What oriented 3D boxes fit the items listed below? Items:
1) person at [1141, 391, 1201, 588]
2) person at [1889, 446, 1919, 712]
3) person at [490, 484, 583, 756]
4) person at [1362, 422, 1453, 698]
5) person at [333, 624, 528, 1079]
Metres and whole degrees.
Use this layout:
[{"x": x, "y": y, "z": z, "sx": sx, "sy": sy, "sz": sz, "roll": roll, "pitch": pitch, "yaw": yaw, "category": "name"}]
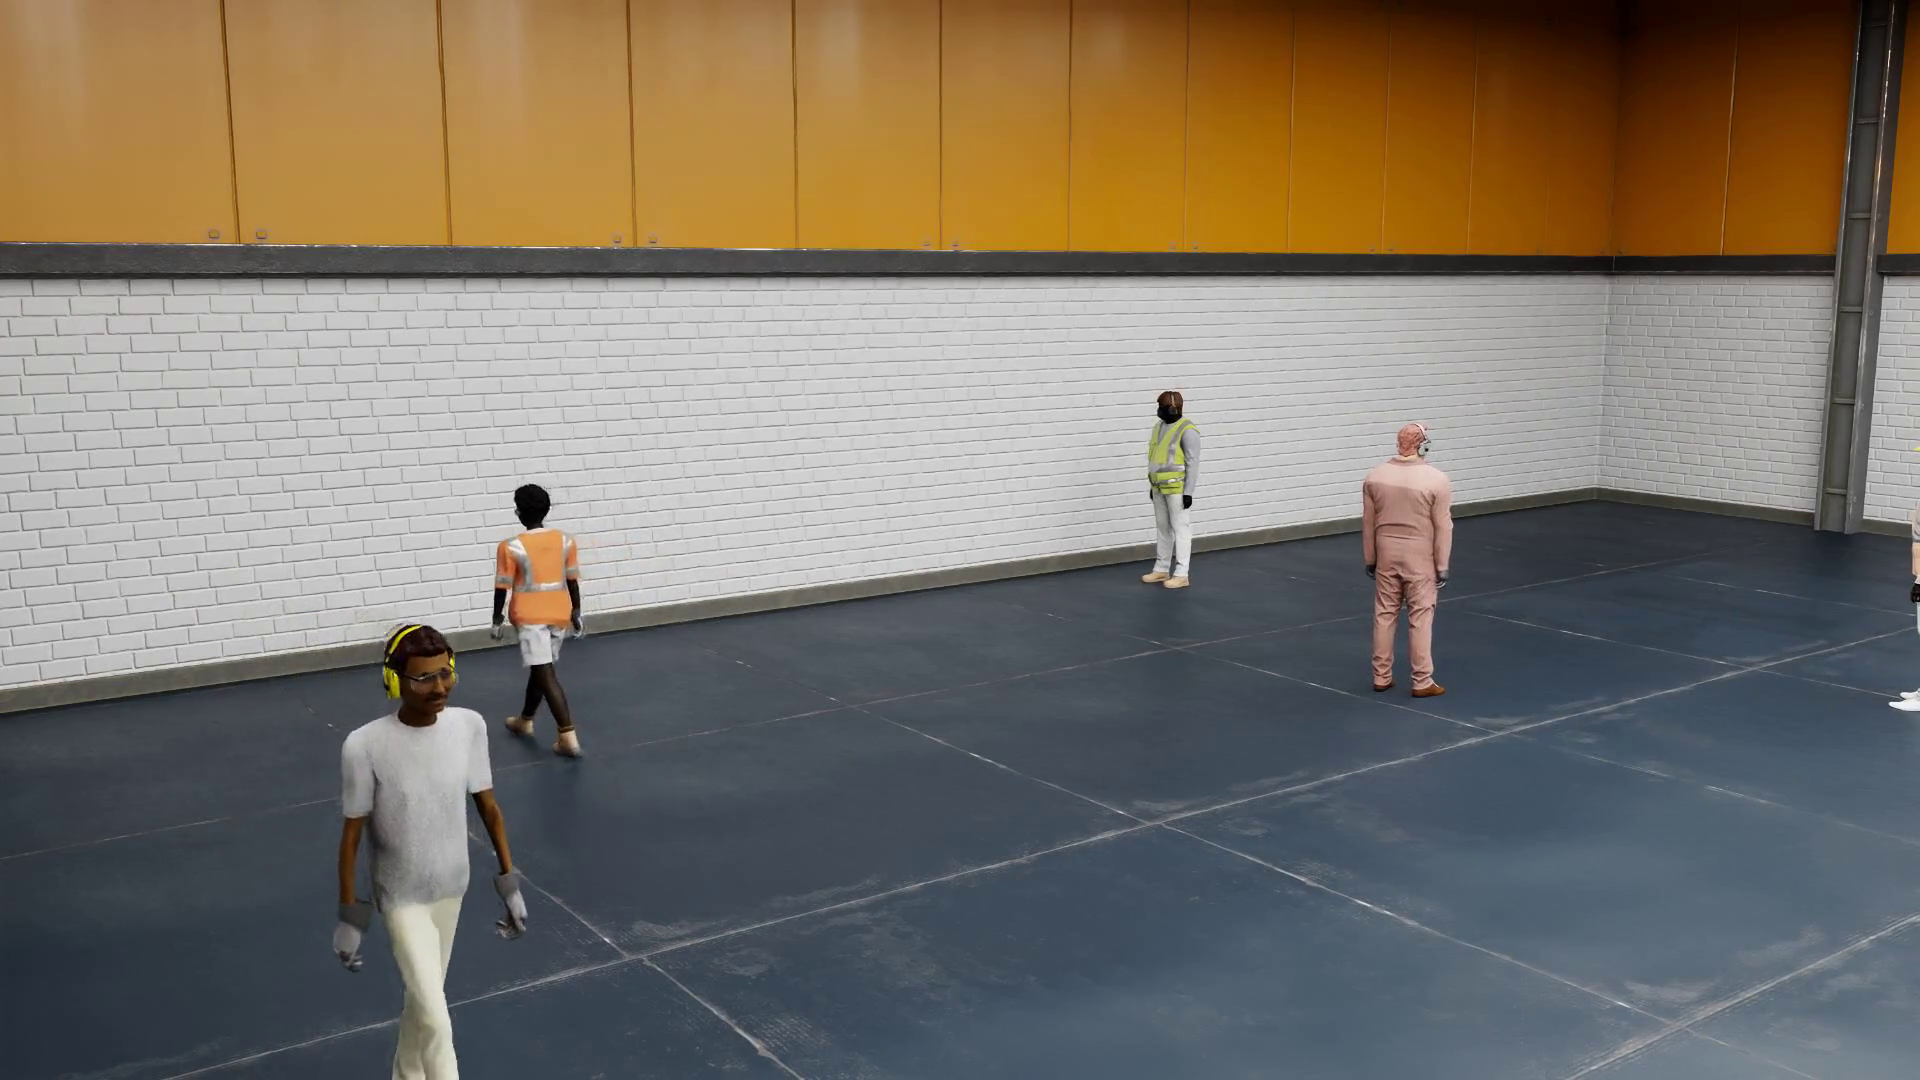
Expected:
[{"x": 1.968, "y": -0.475, "z": 15.542, "sx": 0.430, "sy": 1.841, "sz": 0.624, "roll": -5, "pitch": 10, "yaw": -27, "category": "person"}, {"x": 6.509, "y": 0.197, "z": 11.120, "sx": 0.367, "sy": 1.927, "sz": 0.590, "roll": 8, "pitch": 12, "yaw": 42, "category": "person"}, {"x": -2.596, "y": 0.480, "z": 10.232, "sx": 0.890, "sy": 1.649, "sz": 0.538, "roll": 9, "pitch": 13, "yaw": 42, "category": "person"}, {"x": 3.117, "y": 0.136, "z": 11.560, "sx": 0.642, "sy": 1.910, "sz": 0.401, "roll": 8, "pitch": 12, "yaw": 41, "category": "person"}, {"x": -1.640, "y": 1.181, "z": 5.337, "sx": 0.914, "sy": 1.829, "sz": 0.558, "roll": 7, "pitch": 12, "yaw": 38, "category": "person"}]
